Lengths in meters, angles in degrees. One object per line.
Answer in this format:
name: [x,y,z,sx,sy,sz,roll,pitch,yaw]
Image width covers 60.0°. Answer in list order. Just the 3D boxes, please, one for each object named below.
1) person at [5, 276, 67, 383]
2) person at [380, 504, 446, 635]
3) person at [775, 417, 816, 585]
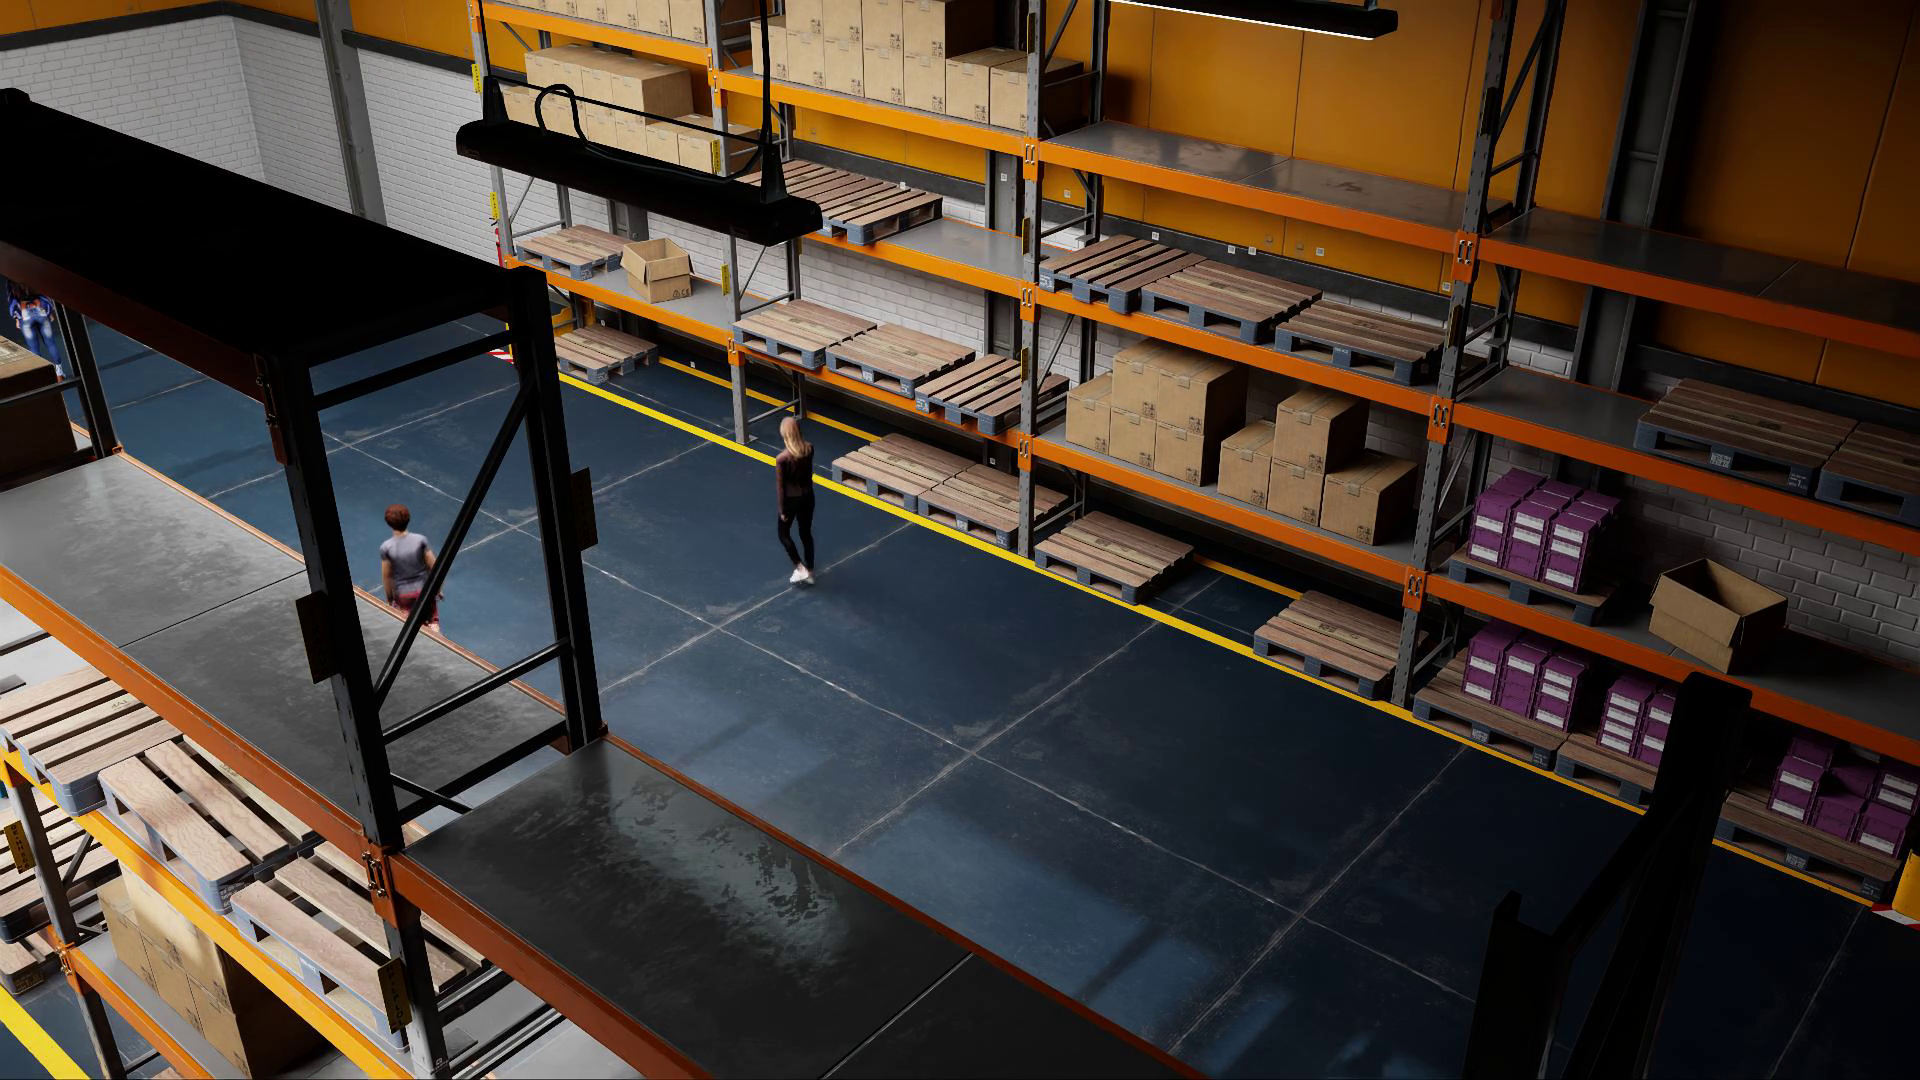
person: [-10.946,-2.622,19.651,0.675,1.621,0.640,-18,33,-30]
person: [-4.556,0.496,13.913,0.749,1.644,0.802,-12,31,-20]
person: [-1.448,-0.317,15.354,0.649,1.690,0.639,-23,36,-36]
